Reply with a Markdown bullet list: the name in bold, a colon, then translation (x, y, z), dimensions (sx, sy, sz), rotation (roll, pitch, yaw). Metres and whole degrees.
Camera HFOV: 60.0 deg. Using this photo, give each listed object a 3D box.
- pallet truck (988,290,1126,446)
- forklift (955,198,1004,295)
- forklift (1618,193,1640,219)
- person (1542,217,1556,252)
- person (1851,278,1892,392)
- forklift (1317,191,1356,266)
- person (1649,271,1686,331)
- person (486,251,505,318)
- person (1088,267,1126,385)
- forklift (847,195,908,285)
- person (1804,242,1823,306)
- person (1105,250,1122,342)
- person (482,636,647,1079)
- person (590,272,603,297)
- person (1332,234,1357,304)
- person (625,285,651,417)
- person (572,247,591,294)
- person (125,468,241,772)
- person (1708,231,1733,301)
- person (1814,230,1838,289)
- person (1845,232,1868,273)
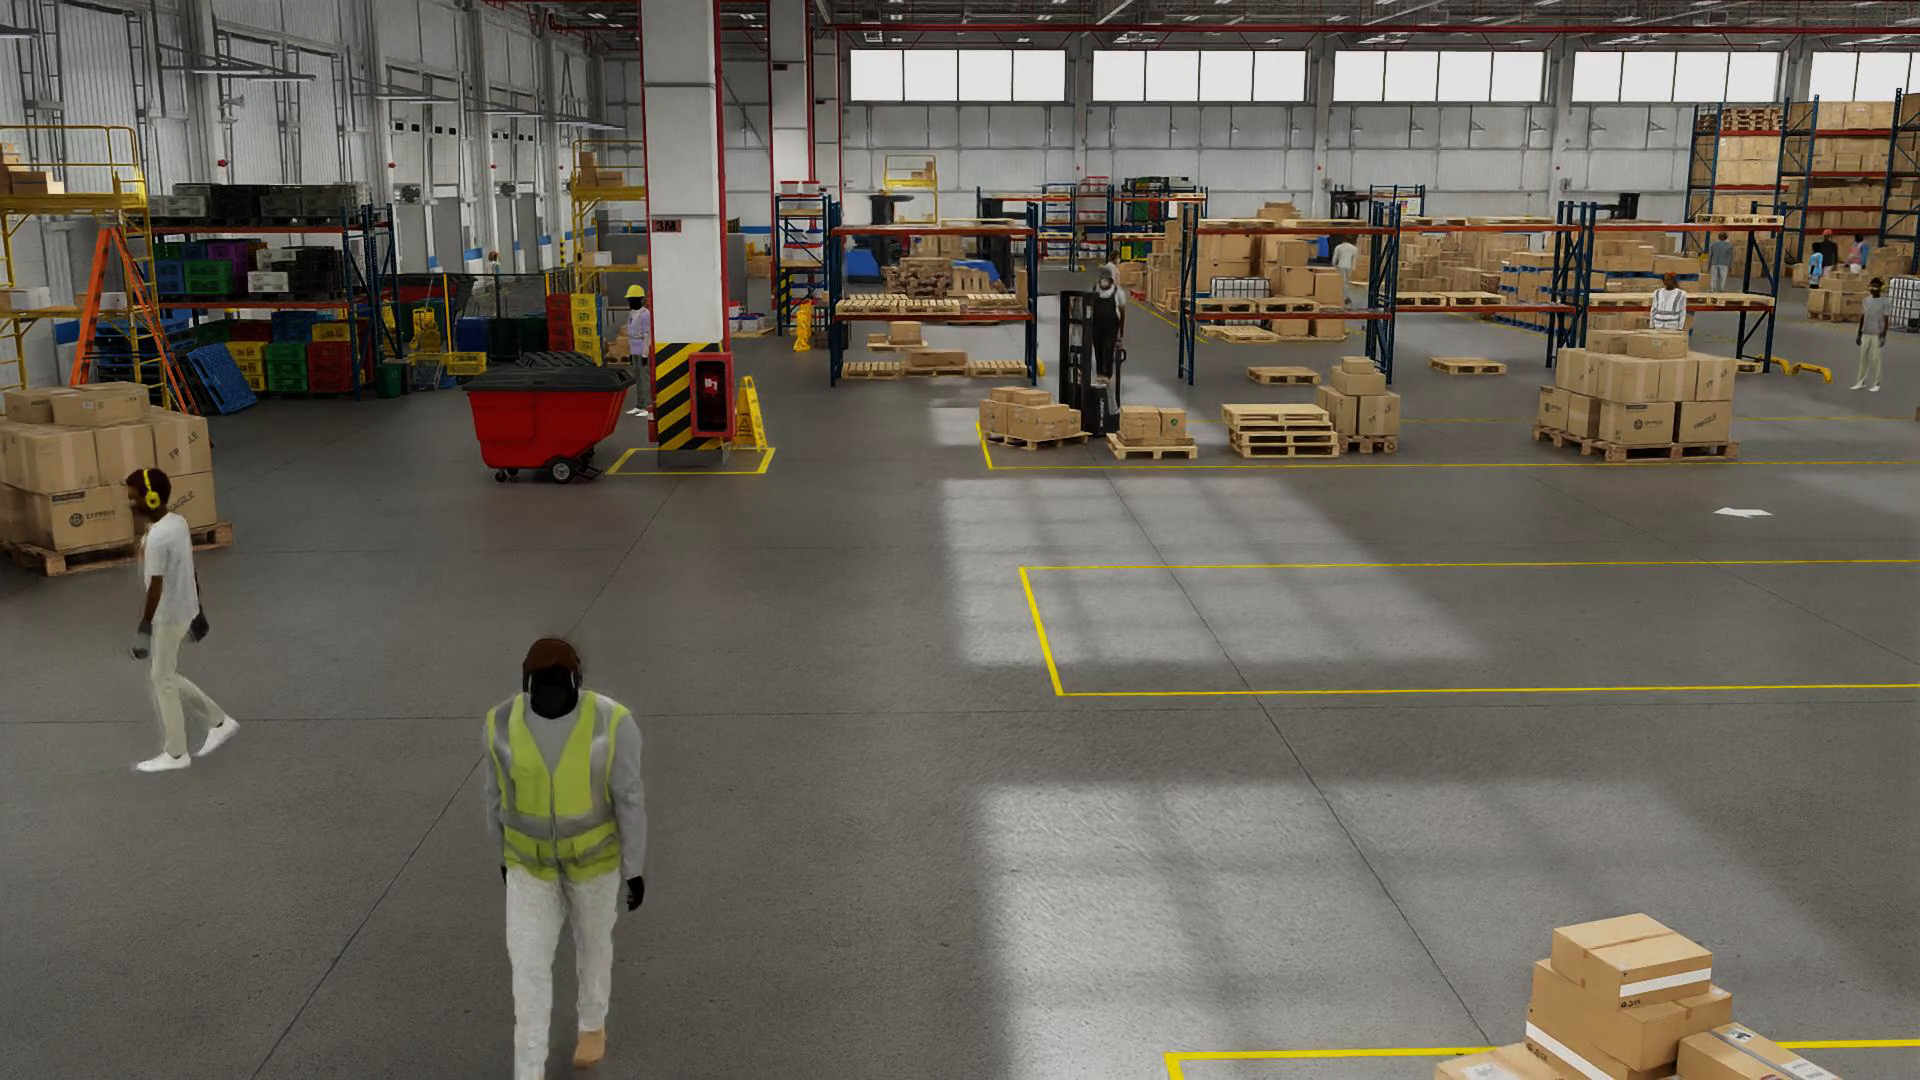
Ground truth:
- **pallet truck**: translation (1.257, -2.299, 22.111), dimensions (1.885, 1.965, 0.823), rotation (-9, 15, -35)
- **forklift**: translation (0.884, -8.174, 46.626), dimensions (1.873, 2.768, 1.129), rotation (-4, 13, -18)
- **forklift**: translation (23.129, -10.624, 57.689), dimensions (1.873, 2.768, 1.129), rotation (0, 12, -2)
- **person**: translation (21.441, -10.760, 60.451), dimensions (0.376, 1.935, 0.550), rotation (-12, 17, -44)
- **person**: translation (14.929, -3.358, 27.216), dimensions (0.325, 1.860, 0.516), rotation (-6, 14, -27)
- **forklift**: translation (14.584, -11.932, 63.592), dimensions (1.129, 2.768, 1.873), rotation (-3, 13, -13)
- **person**: translation (12.106, -3.659, 28.510), dimensions (0.586, 1.882, 0.342), rotation (12, 17, 44)
- **person**: translation (-11.450, -6.266, 40.864), dimensions (0.521, 1.632, 0.315), rotation (11, 17, 41)
- **person**: translation (2.443, -3.658, 28.147), dimensions (0.687, 2.000, 1.028), rotation (4, 13, 16)
- **forklift**: translation (-2.561, -9.515, 52.683), dimensions (1.873, 2.768, 1.129), rotation (3, 13, 12)
- **person**: translation (22.875, -7.110, 44.513), dimensions (0.533, 1.698, 0.322), rotation (-11, 16, -40)
- **person**: translation (3.218, -5.156, 35.156), dimensions (0.373, 1.935, 0.628), rotation (-1, 13, -5)
- **person**: translation (-1.520, 1.276, 6.395), dimensions (0.637, 1.809, 0.834), rotation (-1, 13, -6)
- **person**: translation (-8.678, -5.933, 39.232), dimensions (0.548, 1.674, 0.494), rotation (1, 13, 5)
- **person**: translation (10.543, -7.430, 45.524), dimensions (0.635, 1.905, 0.989), rotation (-4, 13, -19)
- **person**: translation (-4.713, -2.775, 24.419), dimensions (0.367, 1.927, 0.587), rotation (-8, 15, -33)
- **person**: translation (-8.469, -5.611, 37.326), dimensions (0.499, 1.883, 0.661), rotation (6, 14, 24)
- **person**: translation (-4.658, 0.480, 9.895), dimensions (0.651, 1.851, 0.544), rotation (-3, 13, -14)
- **person**: translation (21.100, -7.600, 46.178), dimensions (0.633, 1.938, 0.356), rotation (9, 15, 34)
- **person**: translation (24.415, -7.771, 46.963), dimensions (0.614, 1.948, 1.036), rotation (8, 15, 33)
- **person**: translation (26.060, -8.060, 48.510), dimensions (0.620, 1.820, 0.645), rotation (1, 13, 4)
